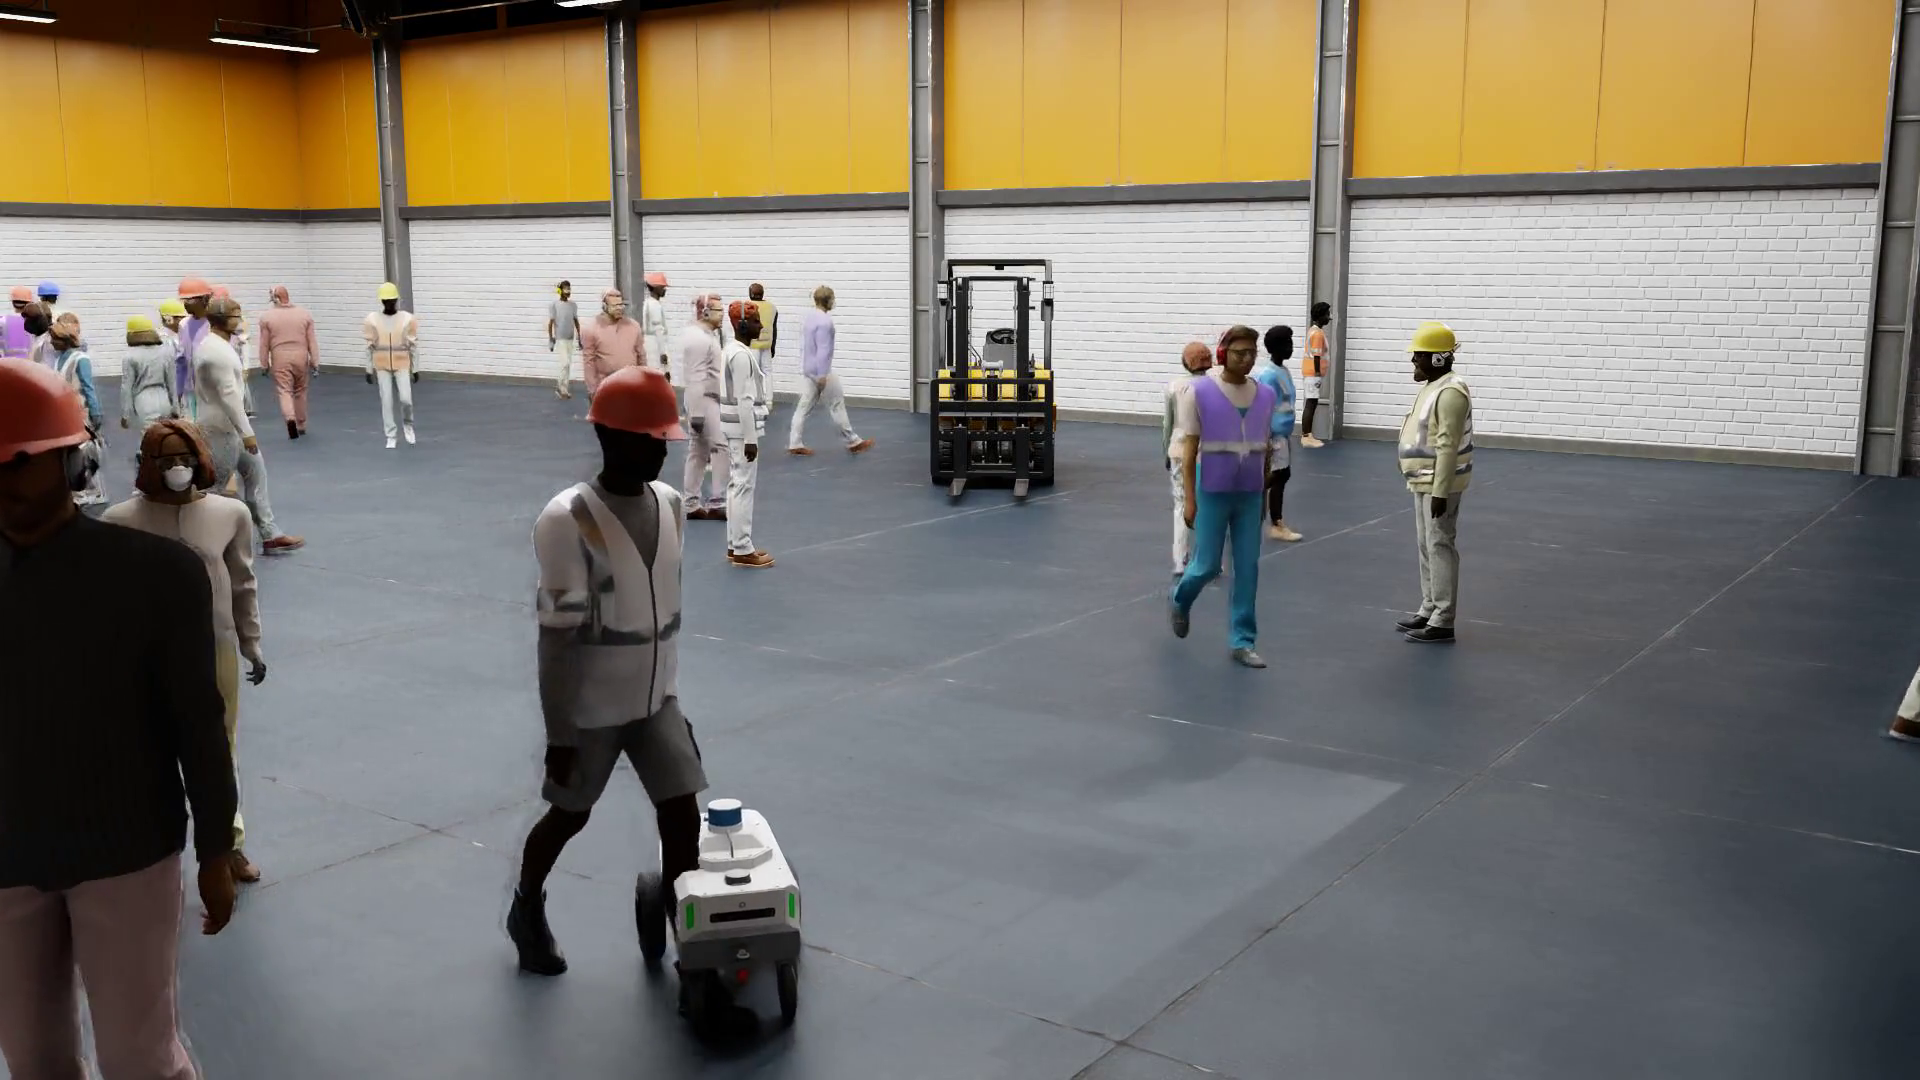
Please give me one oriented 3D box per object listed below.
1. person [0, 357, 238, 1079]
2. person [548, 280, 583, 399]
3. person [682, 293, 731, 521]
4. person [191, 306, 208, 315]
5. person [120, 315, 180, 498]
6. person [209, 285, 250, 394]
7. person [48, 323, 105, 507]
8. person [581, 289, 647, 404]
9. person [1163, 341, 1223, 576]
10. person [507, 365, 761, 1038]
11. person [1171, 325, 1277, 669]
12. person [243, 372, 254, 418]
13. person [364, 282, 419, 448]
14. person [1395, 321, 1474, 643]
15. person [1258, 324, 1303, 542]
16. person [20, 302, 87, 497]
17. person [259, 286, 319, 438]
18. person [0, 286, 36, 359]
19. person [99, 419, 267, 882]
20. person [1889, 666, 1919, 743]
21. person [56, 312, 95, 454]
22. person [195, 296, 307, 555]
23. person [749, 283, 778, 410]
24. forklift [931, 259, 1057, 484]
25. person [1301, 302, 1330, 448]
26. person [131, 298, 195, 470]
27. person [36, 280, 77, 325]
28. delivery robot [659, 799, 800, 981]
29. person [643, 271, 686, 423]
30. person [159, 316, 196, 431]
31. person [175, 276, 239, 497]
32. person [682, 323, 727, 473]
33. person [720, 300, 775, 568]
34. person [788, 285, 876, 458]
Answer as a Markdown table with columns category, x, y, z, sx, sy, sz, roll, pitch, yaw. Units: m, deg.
| category | x | y | z | sx | sy | sz | roll | pitch | yaw |
| --- | --- | --- | --- | --- | --- | --- | --- | --- | --- |
| person | -1.785 | 0.628 | 3.301 | 0.635 | 1.977 | 0.427 | -1 | 10 | -6 |
| person | -6.173 | -3.140 | 26.123 | 0.500 | 1.853 | 0.508 | 7 | 12 | 37 |
| person | -2.020 | -1.086 | 13.765 | 0.678 | 1.883 | 0.676 | -1 | 10 | -3 |
| person | -10.751 | -2.750 | 23.591 | 0.474 | 1.921 | 0.552 | 0 | 10 | -2 |
| person | -7.207 | -1.159 | 14.818 | 0.914 | 1.689 | 0.493 | 5 | 11 | 29 |
| person | -8.640 | -2.055 | 19.578 | 0.537 | 1.890 | 1.002 | -4 | 10 | -22 |
| person | -7.755 | -1.067 | 14.460 | 0.543 | 1.617 | 0.576 | 7 | 12 | 36 |
| person | -3.468 | -1.559 | 16.625 | 0.671 | 1.880 | 0.646 | -7 | 12 | -34 |
| person | 1.597 | -0.552 | 11.416 | 0.532 | 1.606 | 0.472 | 6 | 11 | 30 |
| person | -1.024 | 0.429 | 4.815 | 1.032 | 1.882 | 0.566 | 7 | 12 | 38 |
| person | 1.430 | -0.255 | 9.008 | 0.578 | 1.829 | 0.694 | -4 | 10 | -20 |
| person | -10.077 | -2.462 | 22.790 | 0.732 | 1.605 | 0.531 | 0 | 10 | -2 |
| person | -6.551 | -2.003 | 19.191 | 0.605 | 1.914 | 0.418 | -3 | 10 | -15 |
| person | 2.697 | -0.330 | 9.482 | 0.403 | 1.824 | 0.593 | 1 | 10 | 3 |
| person | 2.371 | -0.826 | 12.843 | 0.570 | 1.675 | 0.540 | 4 | 10 | 22 |
| person | -8.124 | -1.195 | 14.712 | 0.895 | 1.796 | 0.643 | -8 | 13 | -41 |
| person | -8.243 | -2.189 | 20.441 | 0.670 | 1.867 | 0.872 | -5 | 11 | -29 |
| person | -10.520 | -1.903 | 18.688 | 0.558 | 1.885 | 0.993 | -2 | 10 | -11 |
| person | -2.642 | 0.400 | 5.688 | 0.498 | 1.634 | 0.279 | -7 | 12 | -37 |
| person | 4.619 | 0.053 | 7.205 | 0.971 | 1.818 | 0.538 | 4 | 10 | 24 |
| person | -9.819 | -1.697 | 18.256 | 0.507 | 1.606 | 0.734 | 0 | 10 | 3 |
| person | -5.137 | -0.782 | 11.935 | 0.902 | 1.904 | 0.642 | -4 | 10 | -22 |
| person | -2.929 | -2.780 | 24.010 | 0.636 | 1.842 | 0.429 | -9 | 13 | -42 |
| forklift | 0.370 | -1.738 | 16.759 | 1.214 | 2.155 | 2.313 | 1 | 10 | 3 |
| person | 4.129 | -1.915 | 19.318 | 0.320 | 1.691 | 0.528 | 1 | 10 | 8 |
| person | -7.690 | -1.443 | 16.158 | 0.625 | 1.809 | 0.593 | -3 | 10 | -19 |
| person | -10.537 | -2.043 | 19.348 | 0.433 | 1.931 | 0.632 | 6 | 11 | 33 |
| delivery robot | -0.695 | 1.016 | 4.952 | 0.477 | 0.478 | 0.707 | -3 | 10 | -15 |
| person | -4.076 | -2.532 | 21.992 | 0.812 | 2.023 | 0.621 | -2 | 10 | -13 |
| person | -7.949 | -1.548 | 16.958 | 0.365 | 1.755 | 0.526 | 4 | 10 | 22 |
| person | -6.866 | -1.354 | 14.983 | 0.611 | 2.018 | 0.733 | 6 | 11 | 32 |
| person | -2.609 | -1.597 | 17.004 | 0.504 | 1.826 | 0.457 | -6 | 11 | -32 |
| person | -1.523 | -0.747 | 11.779 | 0.344 | 1.882 | 0.584 | -2 | 10 | -14 |
| person | -1.460 | -1.843 | 18.293 | 1.005 | 1.883 | 0.656 | -4 | 10 | -23 |
